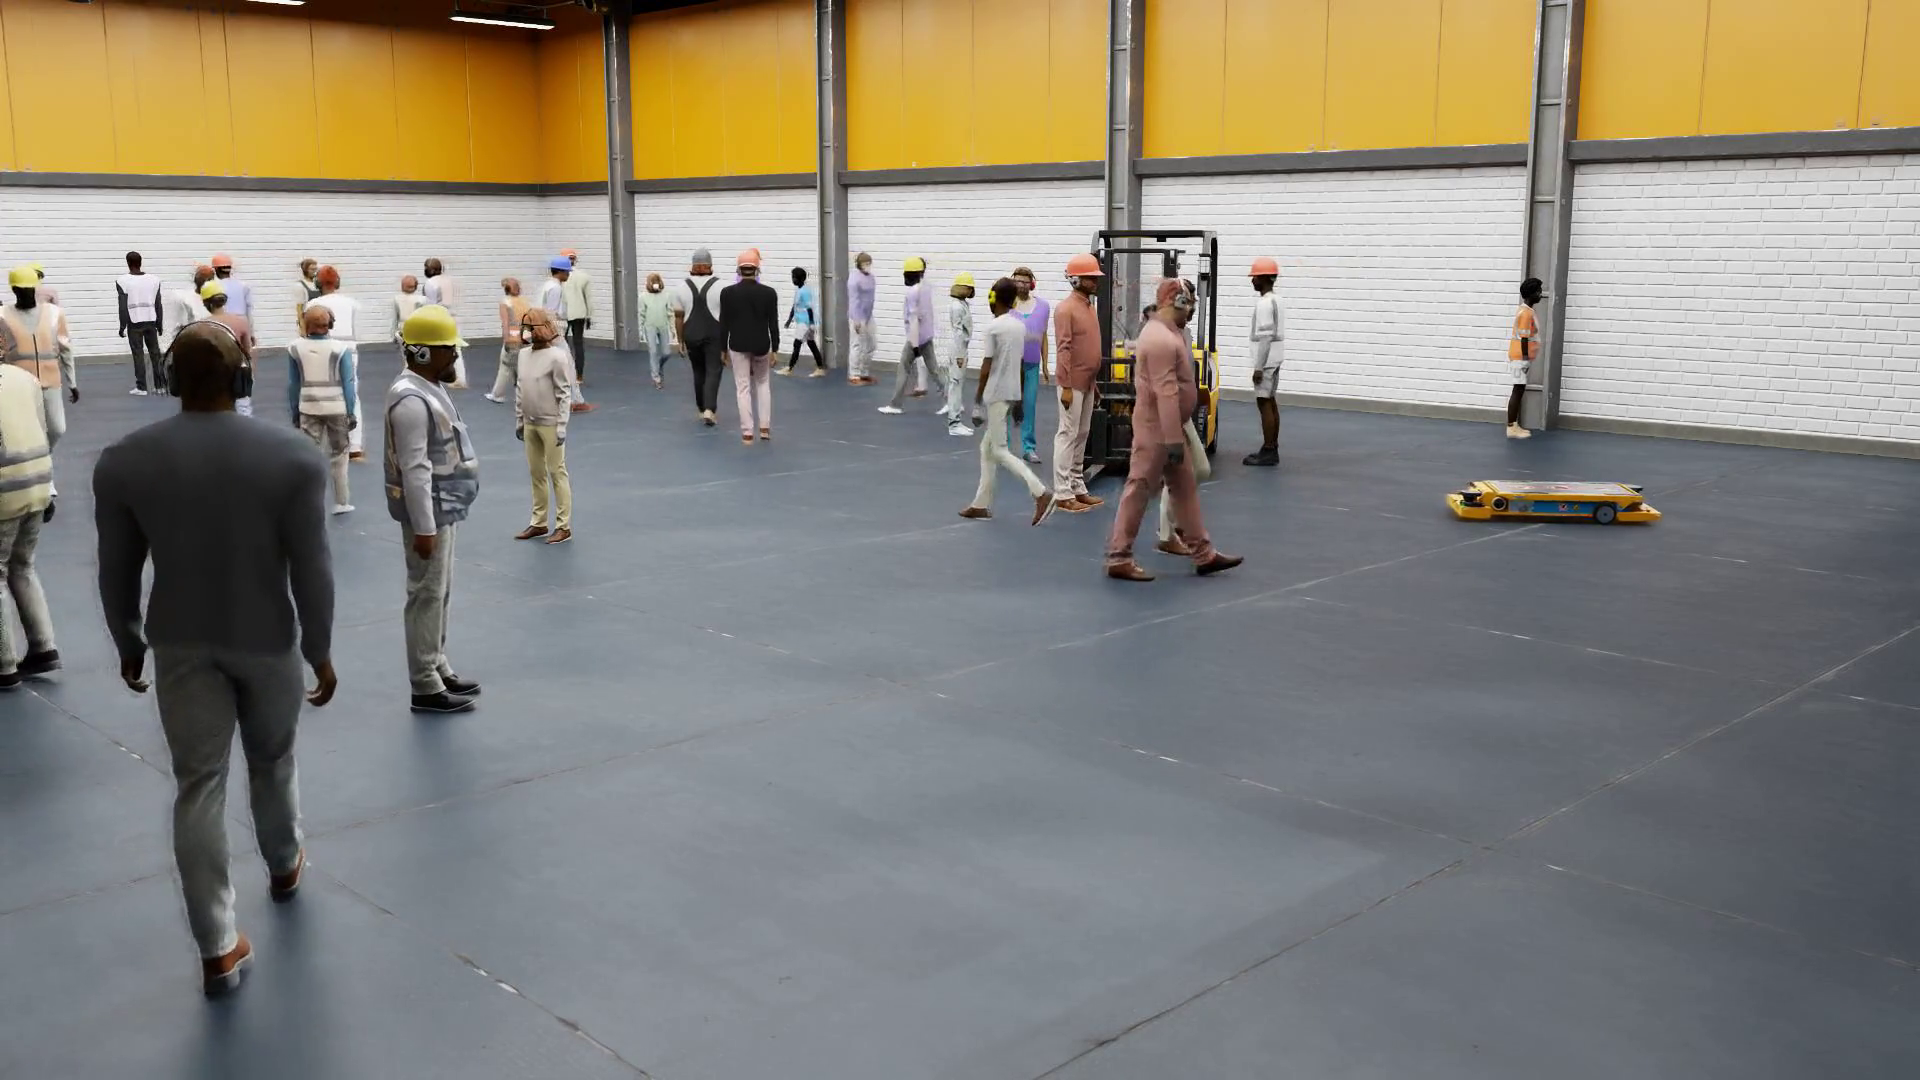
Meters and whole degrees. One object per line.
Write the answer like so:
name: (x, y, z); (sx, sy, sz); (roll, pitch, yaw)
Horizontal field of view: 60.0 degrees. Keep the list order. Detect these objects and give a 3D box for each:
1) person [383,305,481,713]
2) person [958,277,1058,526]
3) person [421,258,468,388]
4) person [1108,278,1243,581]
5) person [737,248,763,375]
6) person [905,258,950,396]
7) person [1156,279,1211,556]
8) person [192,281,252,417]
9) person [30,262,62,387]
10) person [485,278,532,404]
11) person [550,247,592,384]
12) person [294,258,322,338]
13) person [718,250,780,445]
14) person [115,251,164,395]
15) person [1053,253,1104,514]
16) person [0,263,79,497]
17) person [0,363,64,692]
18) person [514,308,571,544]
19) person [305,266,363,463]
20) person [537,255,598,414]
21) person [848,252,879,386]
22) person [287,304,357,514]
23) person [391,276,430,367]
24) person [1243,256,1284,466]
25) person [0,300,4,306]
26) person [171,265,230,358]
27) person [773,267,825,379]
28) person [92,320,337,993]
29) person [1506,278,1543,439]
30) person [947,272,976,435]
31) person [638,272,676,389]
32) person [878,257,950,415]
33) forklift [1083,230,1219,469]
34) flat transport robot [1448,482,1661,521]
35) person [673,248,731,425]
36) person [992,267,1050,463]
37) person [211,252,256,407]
person: (-2.362, -0.135, 7.478); (0.403, 1.826, 0.594); (-2, 11, -10)
person: (0.371, -1.028, 12.340); (0.850, 1.831, 0.554); (7, 12, 34)
person: (-7.325, -3.005, 23.166); (0.950, 1.799, 0.619); (3, 11, 17)
person: (1.358, -0.673, 10.292); (0.927, 1.858, 0.691); (2, 11, 9)
person: (-3.177, -3.486, 25.434); (0.377, 1.936, 0.549); (-8, 13, -36)
person: (-0.428, -2.784, 21.877); (0.581, 1.847, 0.550); (3, 11, 16)
person: (1.476, -0.804, 11.064); (0.408, 1.848, 0.548); (6, 12, 31)
person: (-6.664, -1.492, 15.131); (0.526, 1.726, 0.872); (-8, 13, -36)
person: (-12.889, -3.005, 23.307); (0.531, 1.763, 0.352); (-6, 12, -31)
person: (-5.615, -2.494, 20.948); (0.863, 1.594, 0.513); (7, 12, 33)
person: (-5.618, -3.236, 24.006); (0.659, 1.966, 0.524); (-7, 12, -32)
person: (-8.846, -2.914, 22.615); (0.544, 1.827, 0.533); (3, 11, 15)
person: (-2.174, -1.980, 17.091); (0.610, 1.974, 0.669); (-2, 11, -12)
person: (-10.996, -2.910, 22.351); (0.373, 1.915, 0.594); (8, 13, 36)
person: (0.927, -1.214, 12.887); (0.378, 1.996, 0.610); (5, 12, 26)
person: (-7.636, -1.320, 13.706); (0.606, 1.910, 0.688); (-9, 14, -41)
person: (-4.482, -0.172, 7.728); (0.466, 1.807, 0.652); (2, 11, 12)
person: (-2.909, -0.793, 11.574); (0.500, 1.634, 0.276); (7, 13, 35)
person: (-5.983, -1.670, 15.793); (1.000, 1.832, 0.573); (10, 14, 43)
person: (-4.789, -2.437, 19.857); (0.929, 1.882, 0.655); (-4, 11, -23)
person: (-1.398, -3.112, 23.489); (0.502, 1.899, 0.651); (6, 12, 28)
person: (-4.819, -0.959, 12.525); (0.521, 1.621, 0.635); (0, 10, 2)
person: (-7.134, -2.646, 21.799); (0.533, 1.595, 0.861); (2, 11, 11)
person: (2.813, -1.657, 15.462); (0.373, 1.934, 0.551); (4, 11, 22)
person: (-12.756, -2.767, 21.859); (0.637, 1.808, 0.811); (5, 12, 25)
person: (-8.389, -2.136, 18.445); (1.067, 1.803, 0.583); (9, 14, 41)
person: (-2.405, -3.221, 24.762); (0.869, 1.651, 0.549); (-3, 11, -14)
person: (-2.195, 0.297, 4.956); (0.651, 1.884, 1.012); (-3, 11, -16)
person: (5.948, -1.914, 17.547); (0.321, 1.690, 0.530); (3, 11, 18)
person: (0.024, -1.998, 17.858); (0.313, 1.741, 0.487); (1, 10, 5)
person: (-4.244, -2.931, 23.253); (0.525, 1.620, 0.412); (-4, 11, -22)
person: (-0.465, -2.418, 19.780); (0.991, 1.887, 0.583); (5, 11, 24)
forklift: (1.804, -1.825, 15.677); (1.214, 2.155, 2.313); (2, 11, 13)
flat transport robot: (4.492, -0.303, 12.625); (1.431, 0.197, 0.652); (1, 10, 7)
person: (-2.895, -2.347, 18.941); (0.685, 2.000, 1.020); (1, 10, 7)
person: (0.568, -1.629, 15.571); (0.564, 1.841, 0.394); (-3, 11, -17)
person: (-8.940, -2.543, 20.340); (0.517, 1.916, 0.574); (9, 14, 39)
